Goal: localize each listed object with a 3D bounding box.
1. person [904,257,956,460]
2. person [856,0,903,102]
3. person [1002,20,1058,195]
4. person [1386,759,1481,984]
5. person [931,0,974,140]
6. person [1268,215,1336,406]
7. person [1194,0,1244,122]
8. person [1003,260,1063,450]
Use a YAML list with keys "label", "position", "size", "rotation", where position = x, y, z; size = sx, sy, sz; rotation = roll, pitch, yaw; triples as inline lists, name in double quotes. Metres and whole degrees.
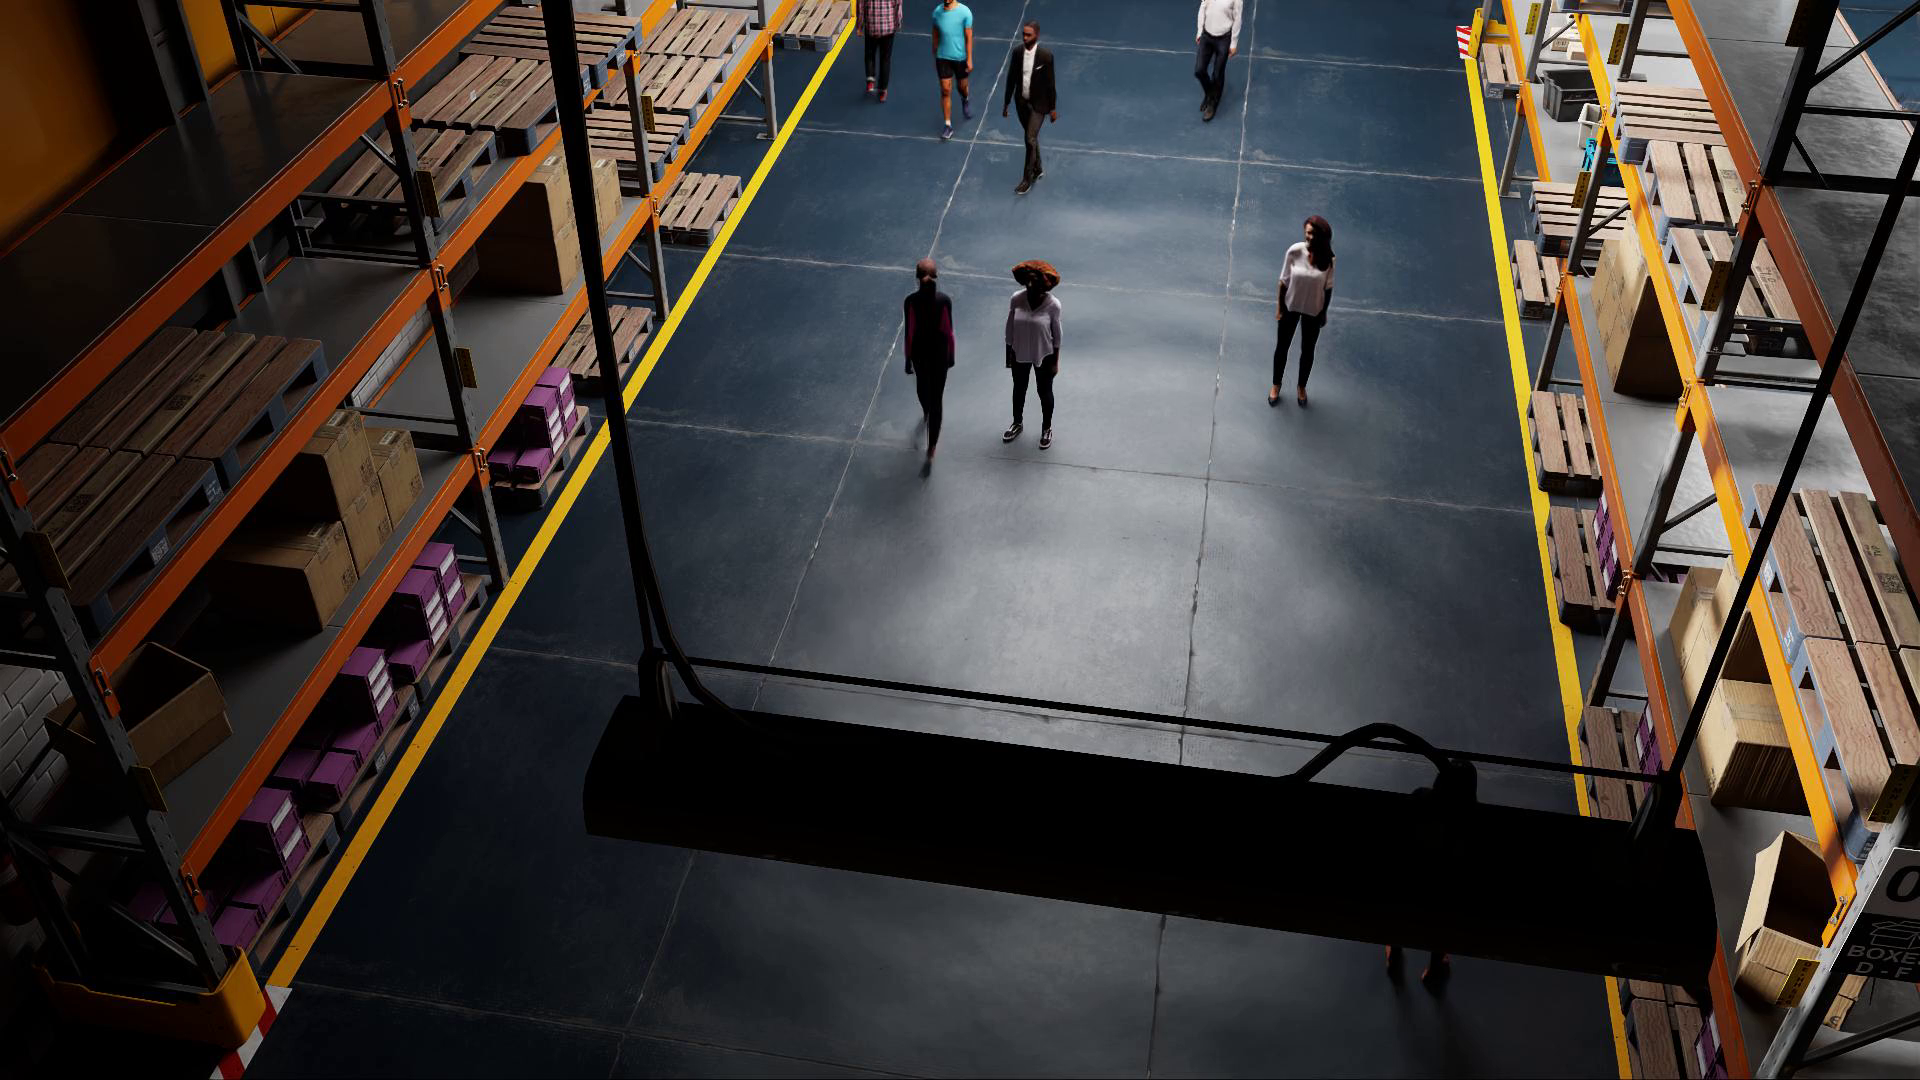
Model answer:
- label: "person"
  position: [-0.256, -1.469, 13.670]
  size: [0.681, 1.711, 1.183]
  rotation: [1, 39, 1]
- label: "person"
  position: [-0.919, -5.923, 19.219]
  size: [0.744, 1.745, 0.701]
  rotation: [-1, 39, -2]
- label: "person"
  position: [0.806, -4.615, 17.554]
  size: [0.925, 1.781, 1.044]
  rotation: [24, 44, 27]
- label: "person"
  position: [2.714, 1.867, 9.485]
  size: [0.657, 1.721, 0.573]
  rotation: [15, 41, 18]
- label: "person"
  position: [-0.061, -5.405, 18.559]
  size: [0.635, 1.761, 0.932]
  rotation: [8, 39, 9]
- label: "person"
  position: [2.922, -1.962, 14.220]
  size: [0.598, 1.795, 0.500]
  rotation: [6, 39, 7]
- label: "person"
  position: [2.947, -5.711, 18.861]
  size: [0.778, 1.863, 0.772]
  rotation: [19, 42, 22]
- label: "person"
  position: [0.619, -1.563, 13.788]
  size: [0.684, 1.711, 0.647]
  rotation: [13, 40, 15]
